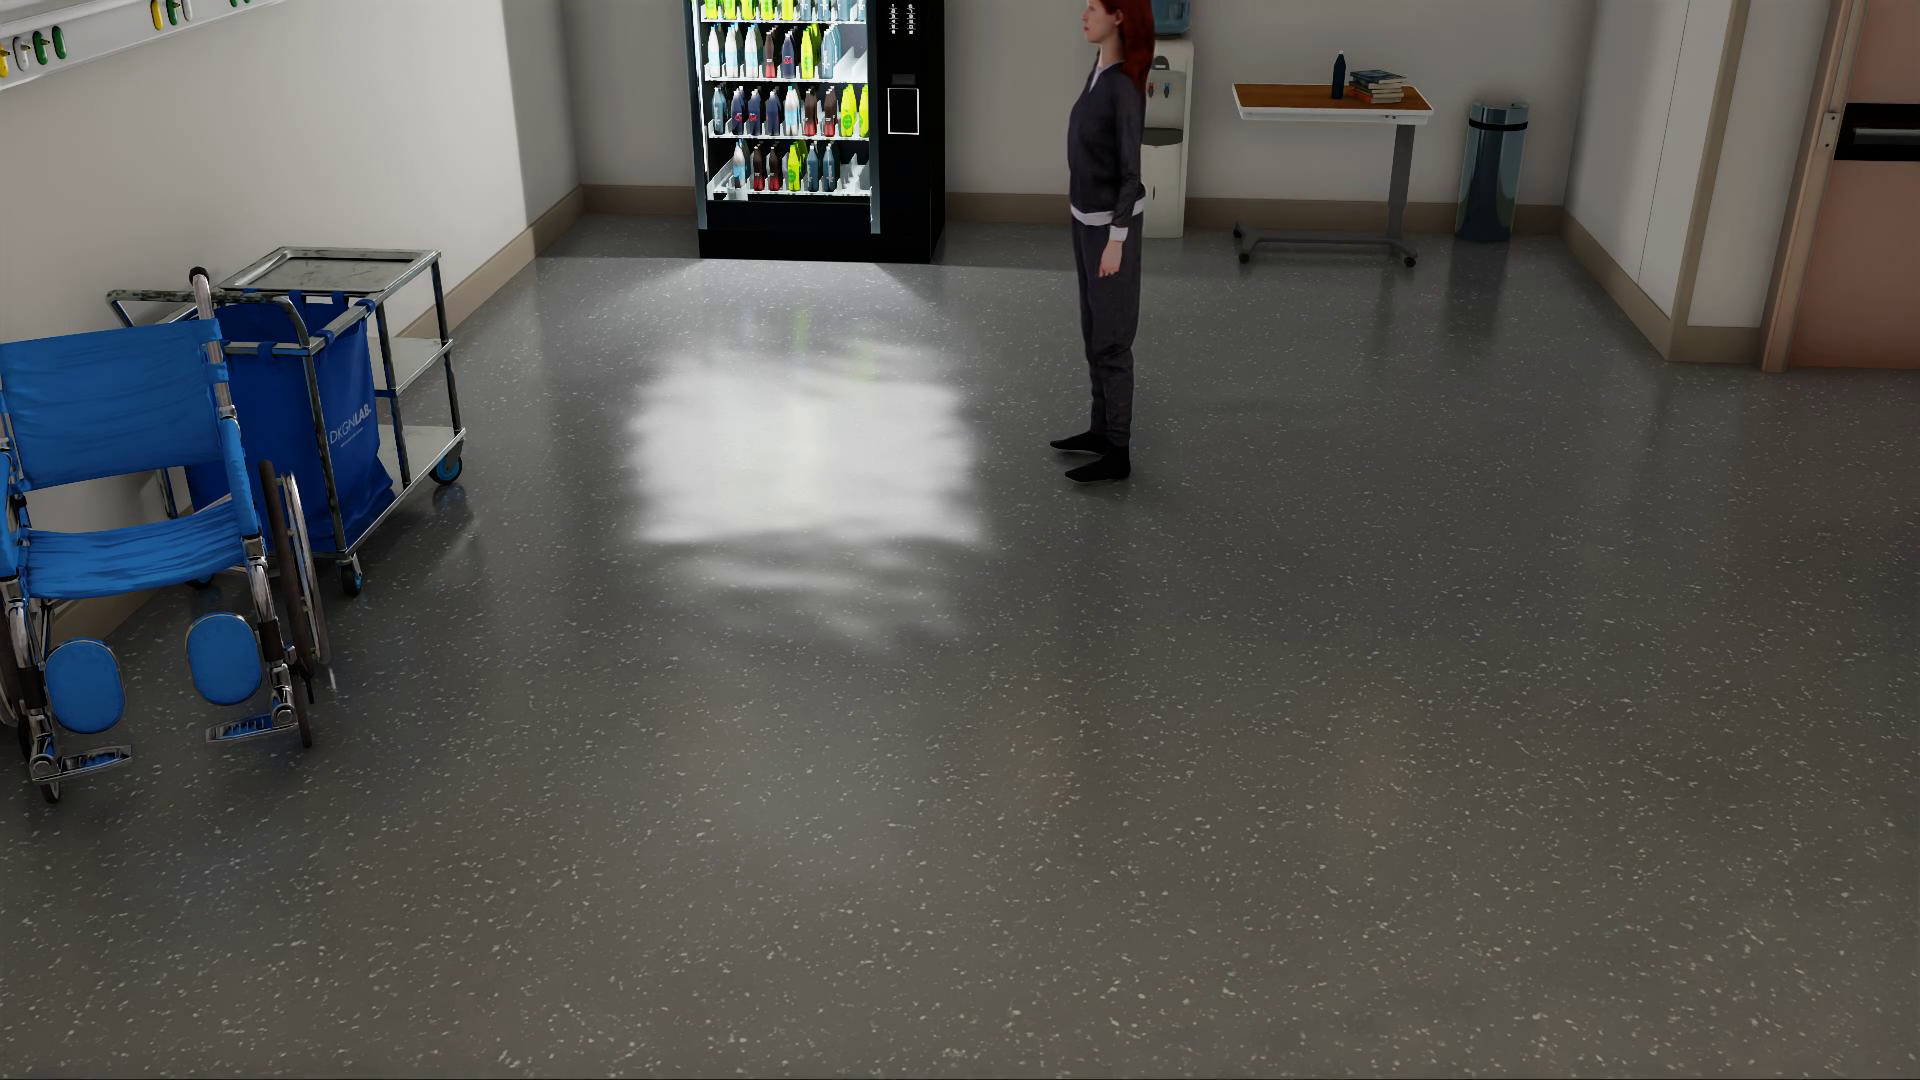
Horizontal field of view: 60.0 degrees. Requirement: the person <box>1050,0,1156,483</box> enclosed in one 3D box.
[{"bbox_3d":[0.513,-1.077,5.845,0.577,1.780,0.633,-4,26,-8],"label":"person"}]
